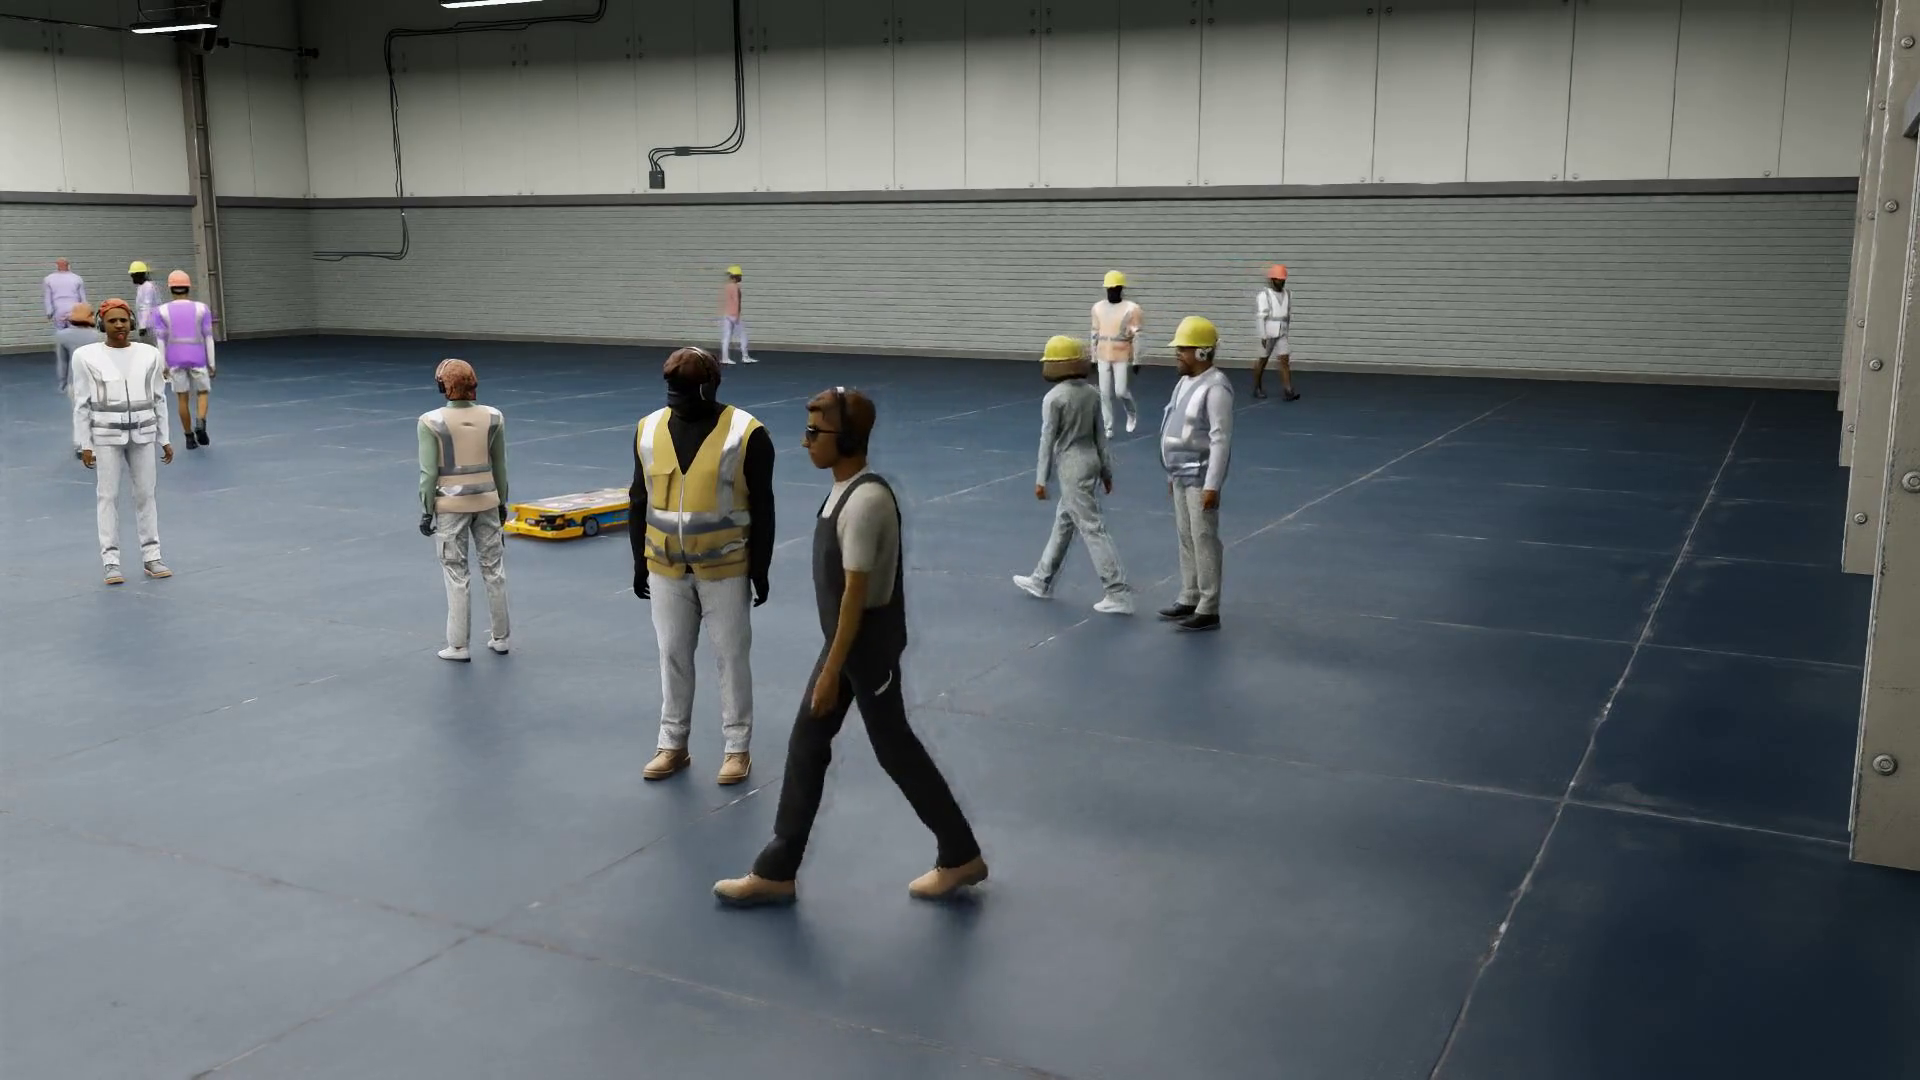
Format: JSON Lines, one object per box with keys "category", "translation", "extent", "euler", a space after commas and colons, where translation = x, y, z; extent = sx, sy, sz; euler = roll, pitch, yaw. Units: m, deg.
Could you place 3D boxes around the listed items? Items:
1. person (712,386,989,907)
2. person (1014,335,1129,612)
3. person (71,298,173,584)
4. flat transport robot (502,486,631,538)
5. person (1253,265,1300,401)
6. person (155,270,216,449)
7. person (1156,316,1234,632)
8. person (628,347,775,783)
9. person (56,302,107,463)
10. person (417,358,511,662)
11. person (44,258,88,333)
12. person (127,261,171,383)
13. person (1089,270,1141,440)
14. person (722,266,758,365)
{"category": "person", "translation": [-0.339, 0.379, 5.656], "extent": [0.958, 1.805, 0.535], "euler": [-3, 11, -16]}
{"category": "person", "translation": [0.696, -0.414, 10.261], "extent": [0.944, 1.676, 0.495], "euler": [9, 13, 39]}
{"category": "person", "translation": [-5.557, -0.659, 11.074], "extent": [0.572, 1.883, 0.356], "euler": [-9, 14, -41]}
{"category": "flat transport robot", "translation": [-2.887, -0.231, 13.133], "extent": [0.652, 0.197, 1.431], "euler": [7, 13, 35]}
{"category": "person", "translation": [4.396, -2.877, 23.181], "extent": [0.566, 1.879, 1.010], "euler": [-4, 11, -20]}
{"category": "person", "translation": [-8.307, -1.929, 17.863], "extent": [0.563, 1.927, 0.423], "euler": [-5, 11, -23]}
{"category": "person", "translation": [1.366, -0.384, 9.708], "extent": [0.404, 1.830, 0.599], "euler": [-3, 11, -14]}
{"category": "person", "translation": [-1.093, 0.112, 6.981], "extent": [0.634, 1.839, 0.429], "euler": [2, 11, 12]}
{"category": "person", "translation": [-8.802, -1.582, 16.802], "extent": [0.537, 1.619, 0.344], "euler": [-2, 11, -9]}
{"category": "person", "translation": [-2.678, -0.159, 9.007], "extent": [0.521, 1.638, 0.311], "euler": [-10, 14, -43]}
{"category": "person", "translation": [-16.062, -4.124, 29.939], "extent": [0.663, 1.887, 0.489], "euler": [-4, 11, -21]}
{"category": "person", "translation": [-12.655, -3.335, 25.647], "extent": [0.945, 1.880, 0.617], "euler": [-8, 13, -37]}
{"category": "person", "translation": [1.765, -2.082, 18.758], "extent": [0.592, 1.910, 0.611], "euler": [6, 12, 29]}
{"category": "person", "translation": [-3.932, -3.997, 29.636], "extent": [0.752, 1.733, 0.555], "euler": [-5, 12, -27]}
